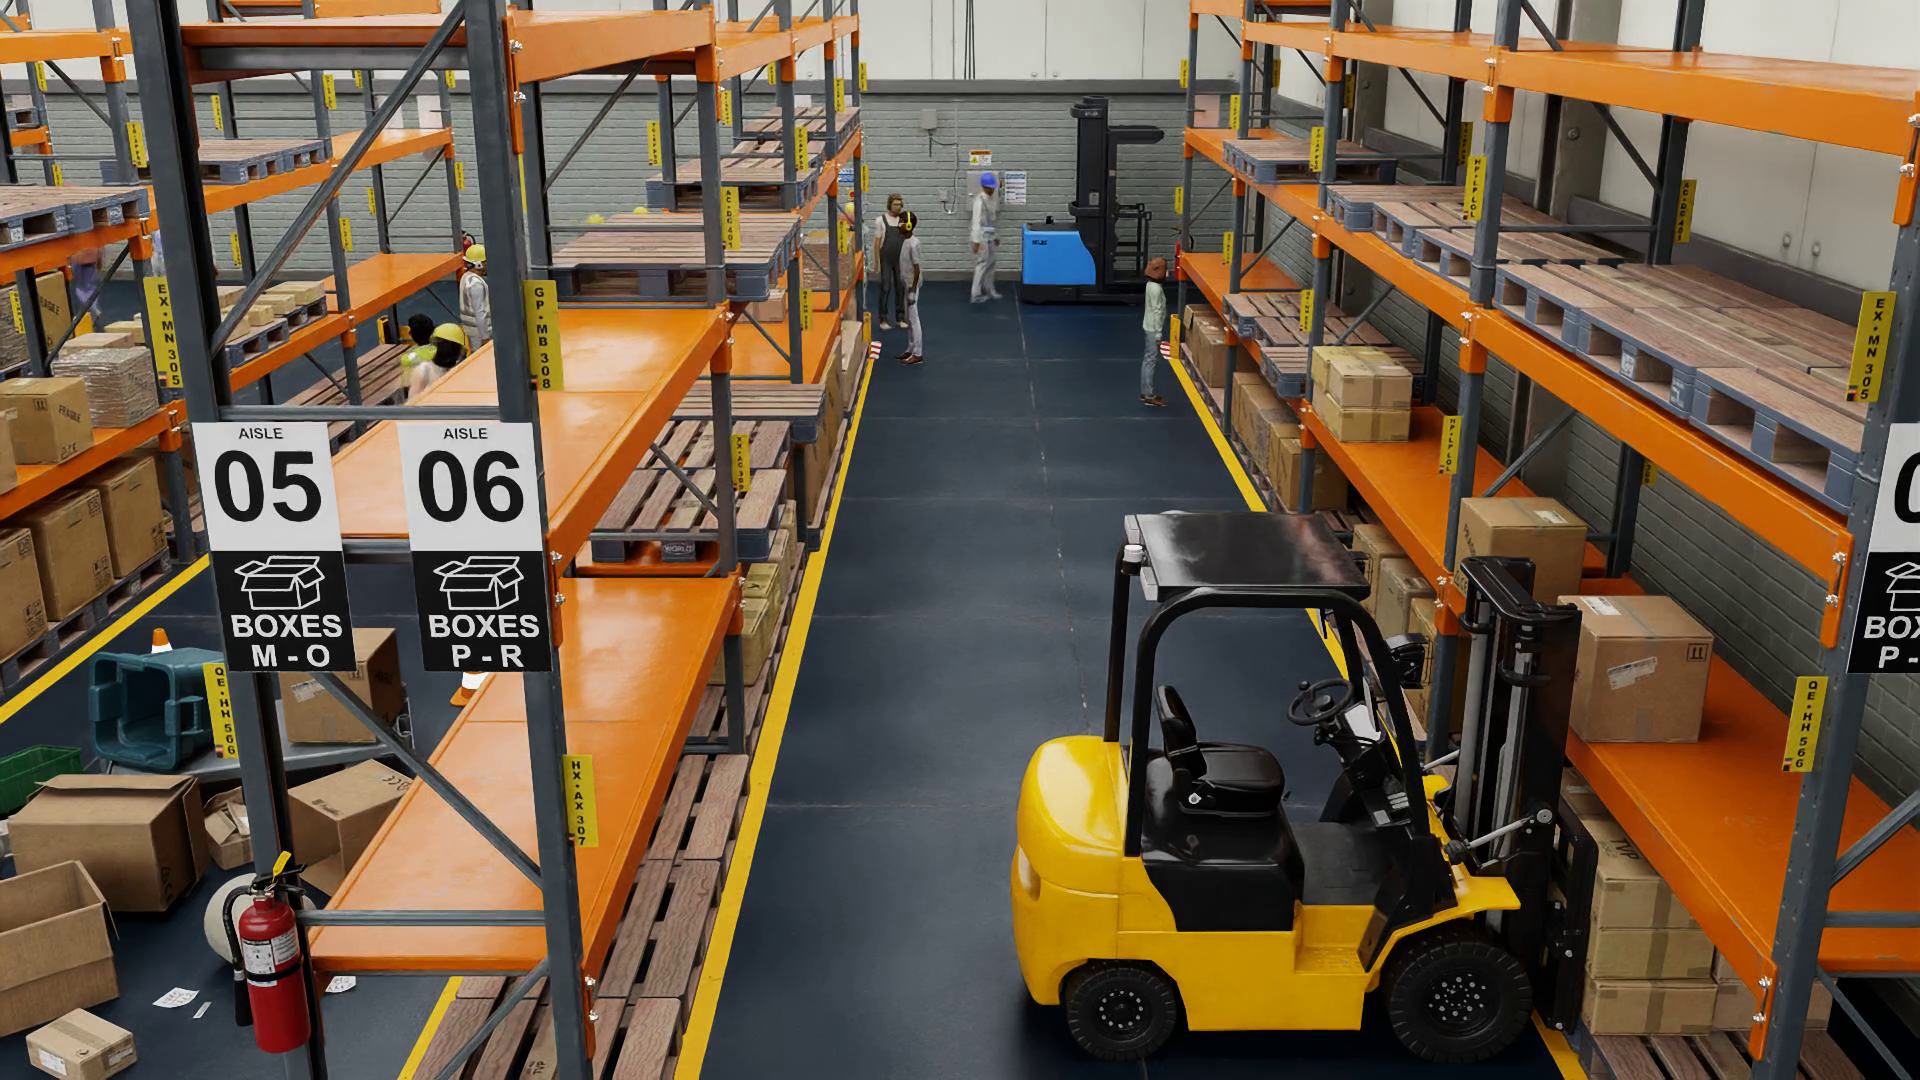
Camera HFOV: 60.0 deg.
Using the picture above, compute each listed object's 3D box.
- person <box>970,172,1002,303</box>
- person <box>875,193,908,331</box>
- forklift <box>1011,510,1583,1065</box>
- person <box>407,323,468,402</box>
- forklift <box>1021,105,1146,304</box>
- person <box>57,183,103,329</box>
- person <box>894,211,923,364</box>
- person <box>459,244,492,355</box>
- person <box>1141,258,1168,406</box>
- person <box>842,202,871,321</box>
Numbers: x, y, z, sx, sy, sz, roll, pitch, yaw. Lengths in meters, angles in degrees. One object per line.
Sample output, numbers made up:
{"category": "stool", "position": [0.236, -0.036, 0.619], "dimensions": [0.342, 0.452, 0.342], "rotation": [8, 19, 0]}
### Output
{"category": "person", "position": [0.391, -4.457, 24.489], "dimensions": [0.450, 1.921, 0.684], "rotation": [7, 19, 20]}
{"category": "person", "position": [-0.903, -3.762, 22.500], "dimensions": [0.524, 1.838, 0.374], "rotation": [-9, 20, -26]}
{"category": "forklift", "position": [1.387, 1.055, 7.378], "dimensions": [2.313, 2.155, 1.214], "rotation": [0, 18, 0]}
{"category": "person", "position": [-4.224, -0.805, 13.512], "dimensions": [0.386, 1.875, 0.692], "rotation": [8, 20, 22]}
{"category": "forklift", "position": [1.857, -4.944, 24.441], "dimensions": [1.873, 2.768, 1.129], "rotation": [0, 18, 0]}
{"category": "person", "position": [-11.820, -3.795, 22.390], "dimensions": [0.519, 1.971, 0.632], "rotation": [11, 21, 30]}
{"category": "person", "position": [-0.628, -3.097, 20.439], "dimensions": [0.327, 1.874, 0.517], "rotation": [-4, 19, -11]}
{"category": "person", "position": [-5.205, -2.287, 18.069], "dimensions": [0.404, 1.826, 0.593], "rotation": [-8, 20, -23]}
{"category": "person", "position": [2.164, -2.314, 18.444], "dimensions": [0.285, 1.633, 0.500], "rotation": [-1, 18, -2]}
{"category": "person", "position": [-1.440, -3.677, 22.410], "dimensions": [0.501, 1.734, 0.335], "rotation": [-2, 18, -6]}
